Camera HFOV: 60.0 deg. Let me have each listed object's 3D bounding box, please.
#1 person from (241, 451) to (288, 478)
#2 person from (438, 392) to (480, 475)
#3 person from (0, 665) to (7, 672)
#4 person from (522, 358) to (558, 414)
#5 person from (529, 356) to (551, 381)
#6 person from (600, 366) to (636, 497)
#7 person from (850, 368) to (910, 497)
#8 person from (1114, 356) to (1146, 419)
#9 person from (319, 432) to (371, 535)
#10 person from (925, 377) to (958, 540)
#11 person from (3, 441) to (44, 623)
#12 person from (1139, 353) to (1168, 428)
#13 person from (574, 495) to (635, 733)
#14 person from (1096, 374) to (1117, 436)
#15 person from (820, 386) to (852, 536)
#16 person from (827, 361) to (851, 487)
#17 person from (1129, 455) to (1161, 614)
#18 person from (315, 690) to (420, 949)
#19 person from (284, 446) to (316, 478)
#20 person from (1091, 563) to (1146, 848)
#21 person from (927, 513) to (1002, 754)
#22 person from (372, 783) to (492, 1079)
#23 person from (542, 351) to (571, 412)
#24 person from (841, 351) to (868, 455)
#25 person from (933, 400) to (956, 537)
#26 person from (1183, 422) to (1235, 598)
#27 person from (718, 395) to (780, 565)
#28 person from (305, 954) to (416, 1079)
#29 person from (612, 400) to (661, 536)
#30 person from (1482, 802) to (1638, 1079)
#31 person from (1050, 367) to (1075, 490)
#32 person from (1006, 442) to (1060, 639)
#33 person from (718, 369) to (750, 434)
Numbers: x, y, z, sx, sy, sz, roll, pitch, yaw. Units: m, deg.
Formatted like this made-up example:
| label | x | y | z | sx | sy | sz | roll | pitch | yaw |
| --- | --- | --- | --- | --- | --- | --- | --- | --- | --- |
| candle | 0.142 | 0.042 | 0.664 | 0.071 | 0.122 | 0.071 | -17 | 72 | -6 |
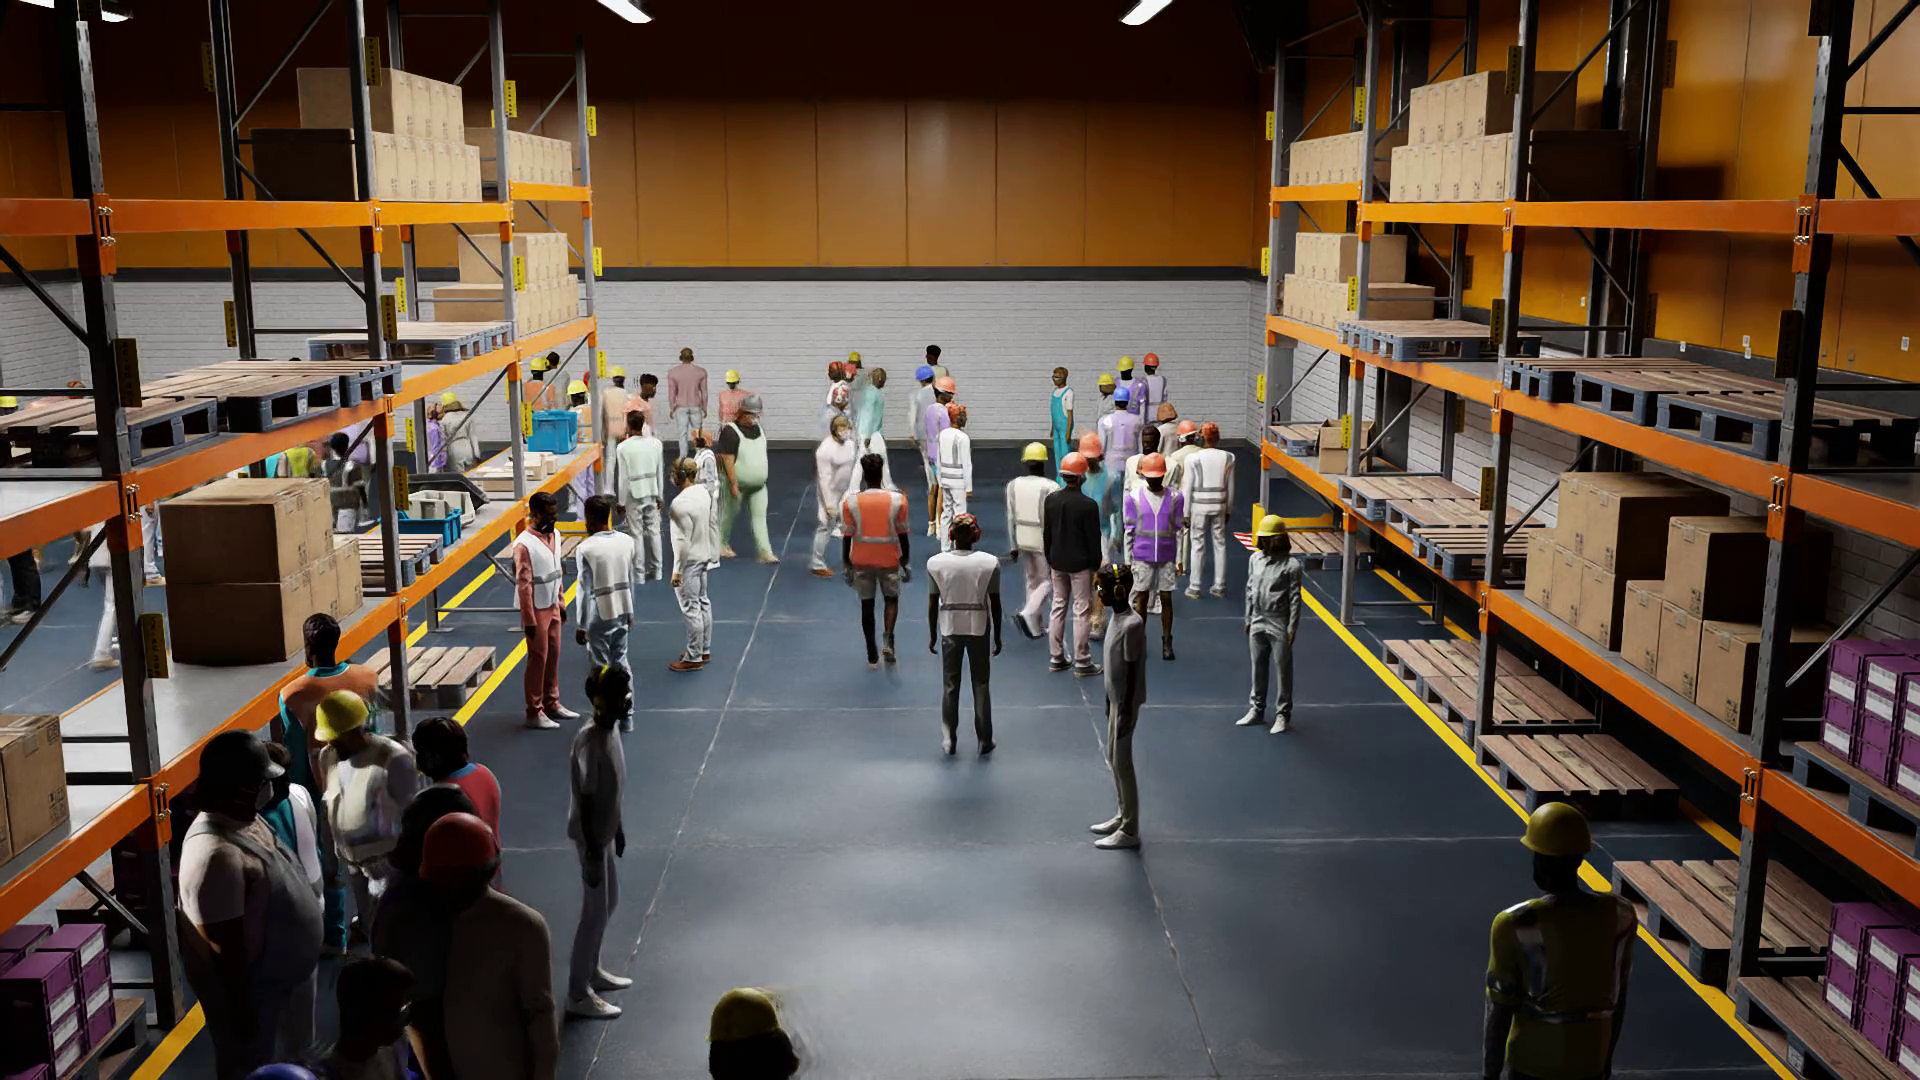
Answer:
| label | x | y | z | sx | sy | sz | roll | pitch | yaw |
| --- | --- | --- | --- | --- | --- | --- | --- | --- | --- |
| person | -7.491 | -0.377 | 18.012 | 0.563 | 1.847 | 0.390 | 2 | 12 | 12 |
| person | -6.678 | -1.115 | 22.085 | 0.501 | 1.691 | 0.893 | -11 | 15 | -43 |
| person | -8.745 | 0.296 | 14.675 | 0.501 | 1.839 | 0.341 | 5 | 12 | 25 |
| person | -6.184 | -1.706 | 24.471 | 0.584 | 1.929 | 0.371 | 2 | 11 | 10 |
| person | -6.663 | -2.077 | 26.776 | 0.533 | 1.757 | 0.336 | 0 | 11 | -2 |
| person | -4.908 | -1.549 | 23.891 | 0.599 | 1.888 | 0.918 | 1 | 11 | 6 |
| person | -1.151 | -1.475 | 23.434 | 0.960 | 1.876 | 0.684 | -1 | 11 | -5 |
| person | 2.489 | -1.793 | 24.933 | 0.584 | 1.919 | 0.381 | 5 | 12 | 25 |
| person | -6.806 | -0.378 | 18.501 | 0.550 | 1.635 | 0.914 | 4 | 12 | 21 |
| person | -0.214 | -1.022 | 20.777 | 0.387 | 2.034 | 0.605 | -5 | 12 | -25 |
| person | -9.457 | -0.169 | 16.591 | 0.610 | 1.996 | 0.384 | 10 | 15 | 41 |
| person | 2.887 | -1.868 | 25.246 | 0.550 | 1.942 | 0.346 | -6 | 13 | -27 |
| person | -2.755 | 0.598 | 12.976 | 0.405 | 1.909 | 0.597 | 7 | 13 | 30 |
| person | 2.129 | -1.550 | 24.161 | 0.313 | 1.740 | 0.487 | -7 | 13 | -31 |
| person | -1.550 | -0.987 | 20.951 | 0.396 | 1.897 | 0.752 | 1 | 11 | 5 |
| person | -1.798 | -1.717 | 24.668 | 0.352 | 1.878 | 0.568 | -3 | 12 | -15 |
| person | 1.893 | -0.063 | 16.961 | 0.308 | 1.640 | 0.511 | -5 | 12 | -24 |
| person | -2.925 | 1.595 | 8.258 | 0.621 | 1.792 | 0.471 | 6 | 13 | 28 |
| person | -7.602 | -0.508 | 19.046 | 0.319 | 1.697 | 0.533 | 7 | 13 | 32 |
| person | 1.033 | 1.064 | 10.772 | 0.335 | 1.855 | 0.533 | -1 | 11 | -6 |
| person | 0.034 | 0.716 | 12.530 | 0.563 | 1.847 | 0.388 | 1 | 11 | 4 |
| person | -1.913 | 1.872 | 6.245 | 0.536 | 2.000 | 0.686 | -3 | 12 | -13 |
| person | -6.432 | -2.065 | 26.458 | 0.506 | 1.861 | 0.330 | -7 | 13 | -30 |
| person | -1.760 | -2.278 | 27.804 | 0.494 | 1.743 | 0.305 | 2 | 11 | 10 |
| person | -0.180 | -0.891 | 20.868 | 0.355 | 1.737 | 0.573 | -3 | 12 | -17 |
| person | 2.624 | -0.310 | 17.612 | 0.581 | 1.877 | 0.354 | -3 | 12 | -13 |
| person | -2.521 | -0.756 | 19.424 | 0.684 | 2.000 | 0.987 | -11 | 15 | -43 |
| person | -1.982 | 2.175 | 5.292 | 0.601 | 1.819 | 0.574 | 3 | 12 | 13 |
| person | -4.140 | -0.905 | 20.967 | 0.776 | 1.716 | 0.596 | 1 | 11 | 4 |
| person | 2.238 | 1.926 | 6.307 | 0.583 | 1.918 | 0.404 | -2 | 11 | -9 |
| person | 1.481 | -1.608 | 24.223 | 0.341 | 1.839 | 0.501 | -5 | 12 | -24 |
| person | 0.684 | 0.030 | 15.826 | 0.618 | 1.902 | 0.595 | 8 | 14 | 35 |
| person | -3.373 | -1.729 | 25.082 | 0.524 | 1.736 | 0.749 | 2 | 11 | 9 |
